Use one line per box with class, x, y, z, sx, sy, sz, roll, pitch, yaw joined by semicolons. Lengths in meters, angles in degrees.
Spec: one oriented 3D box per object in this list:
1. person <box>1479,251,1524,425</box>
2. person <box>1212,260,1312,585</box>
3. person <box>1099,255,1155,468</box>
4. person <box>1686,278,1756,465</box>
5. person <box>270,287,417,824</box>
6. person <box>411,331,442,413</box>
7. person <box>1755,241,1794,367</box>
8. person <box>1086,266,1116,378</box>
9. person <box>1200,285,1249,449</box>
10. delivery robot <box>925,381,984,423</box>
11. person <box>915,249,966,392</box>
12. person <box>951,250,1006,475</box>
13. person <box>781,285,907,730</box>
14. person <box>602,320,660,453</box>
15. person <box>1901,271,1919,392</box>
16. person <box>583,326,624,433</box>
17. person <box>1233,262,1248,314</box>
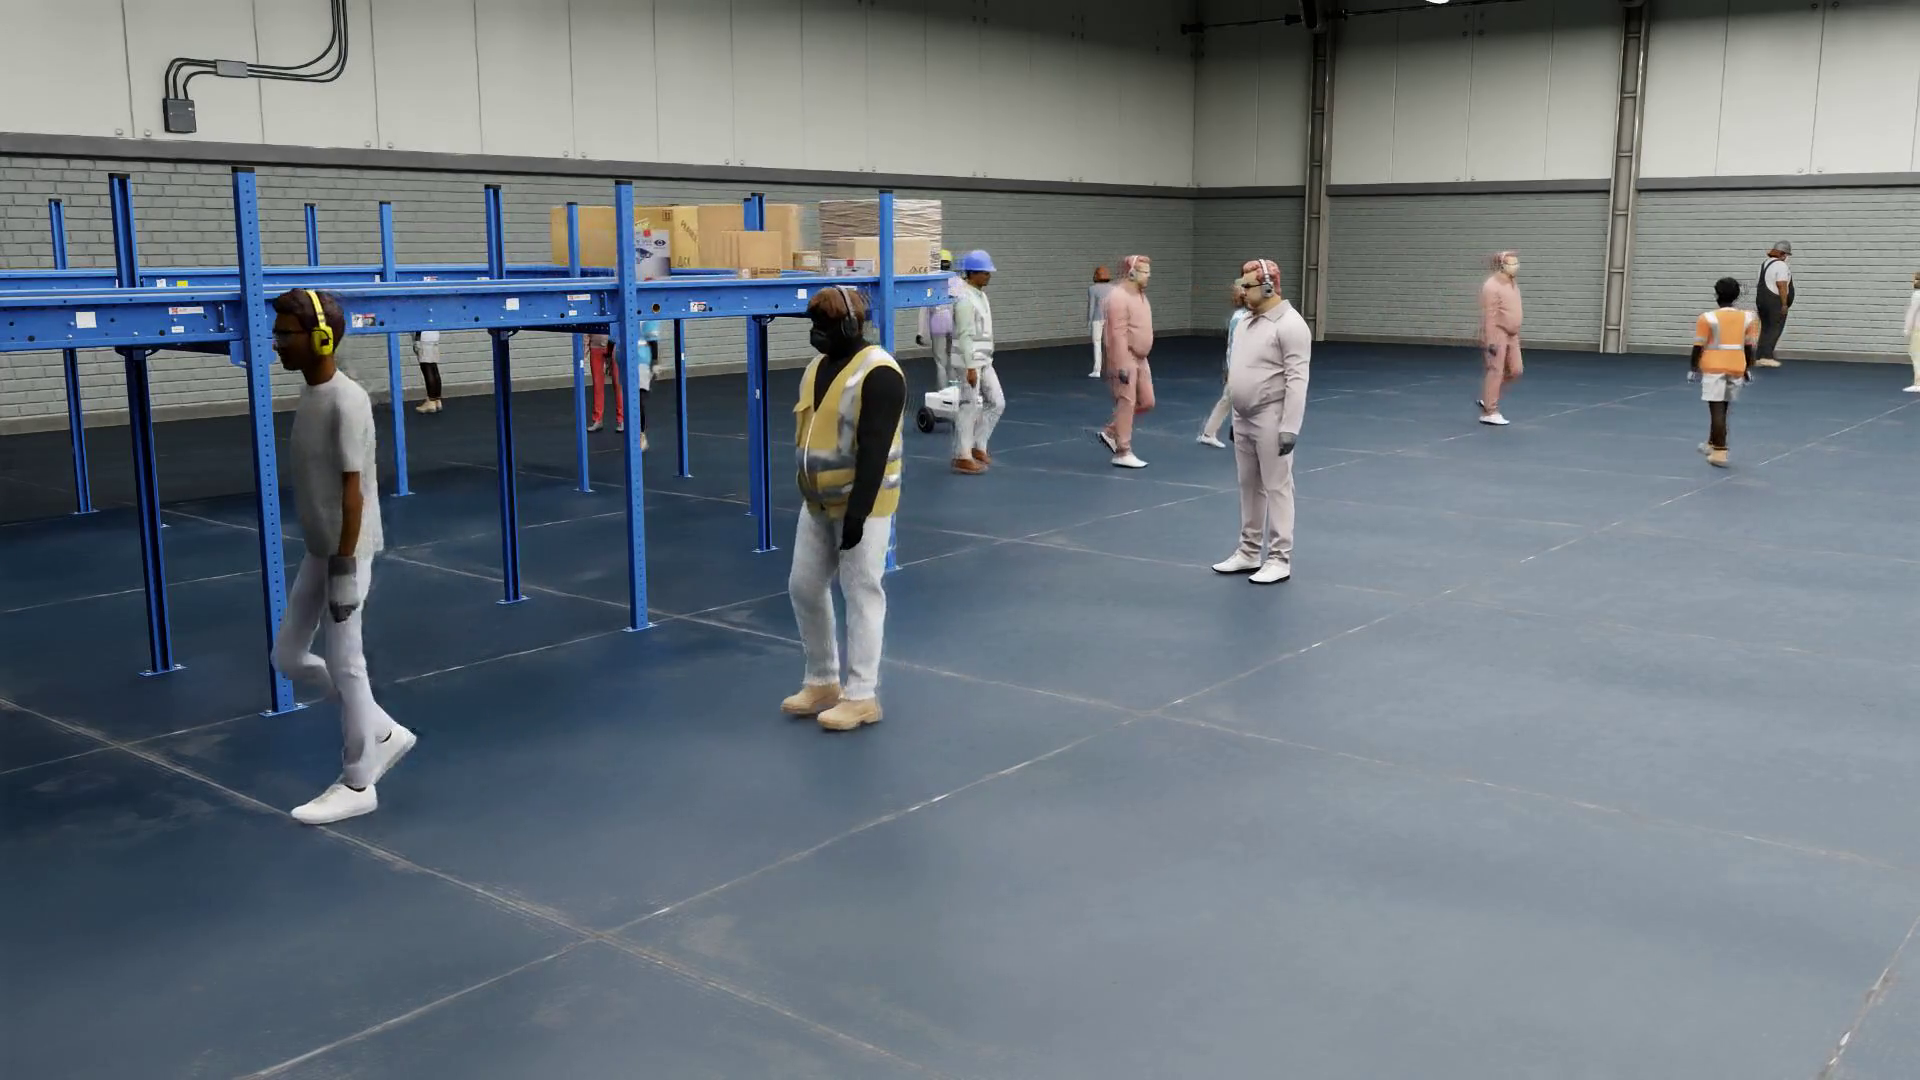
person;5.968;-2.216;18.286;0.642;1.896;0.413;-10;14;-44
person;1.785;-0.702;9.879;0.400;1.902;0.643;-4;11;-23
person;1.496;-1.594;14.858;0.467;1.887;0.639;6;12;31
person;6.871;-1.545;15.161;0.553;1.663;0.769;-1;10;-7
person;-2.190;0.063;5.756;0.403;1.856;0.552;-8;13;-39
person;-6.314;-2.356;19.606;0.320;1.695;0.537;0;10;2
person;12.983;-3.761;26.558;0.615;2.000;0.807;-1;10;-3
person;2.095;-3.221;24.577;0.509;1.631;0.269;-5;11;-25
person;2.721;-1.661;16.038;0.847;1.595;0.529;3;11;17
delivery robot;-0.062;-1.433;17.516;0.477;0.478;0.707;-7;12;-34
person;-0.206;-2.535;20.026;0.621;1.894;0.533;-5;11;-24
person;0.163;-1.533;14.394;0.502;1.929;0.649;3;11;17
person;-0.486;-0.133;6.911;0.488;1.833;0.648;-8;13;-39
person;-3.149;-1.650;15.743;0.546;1.682;0.535;5;12;28
person;12.811;-2.786;22.211;0.507;1.620;0.366;-7;12;-33
person;-3.737;-2.022;17.563;0.524;1.770;0.315;2;10;9
person;4.999;-4.005;28.918;0.507;1.632;0.274;-1;10;-4
